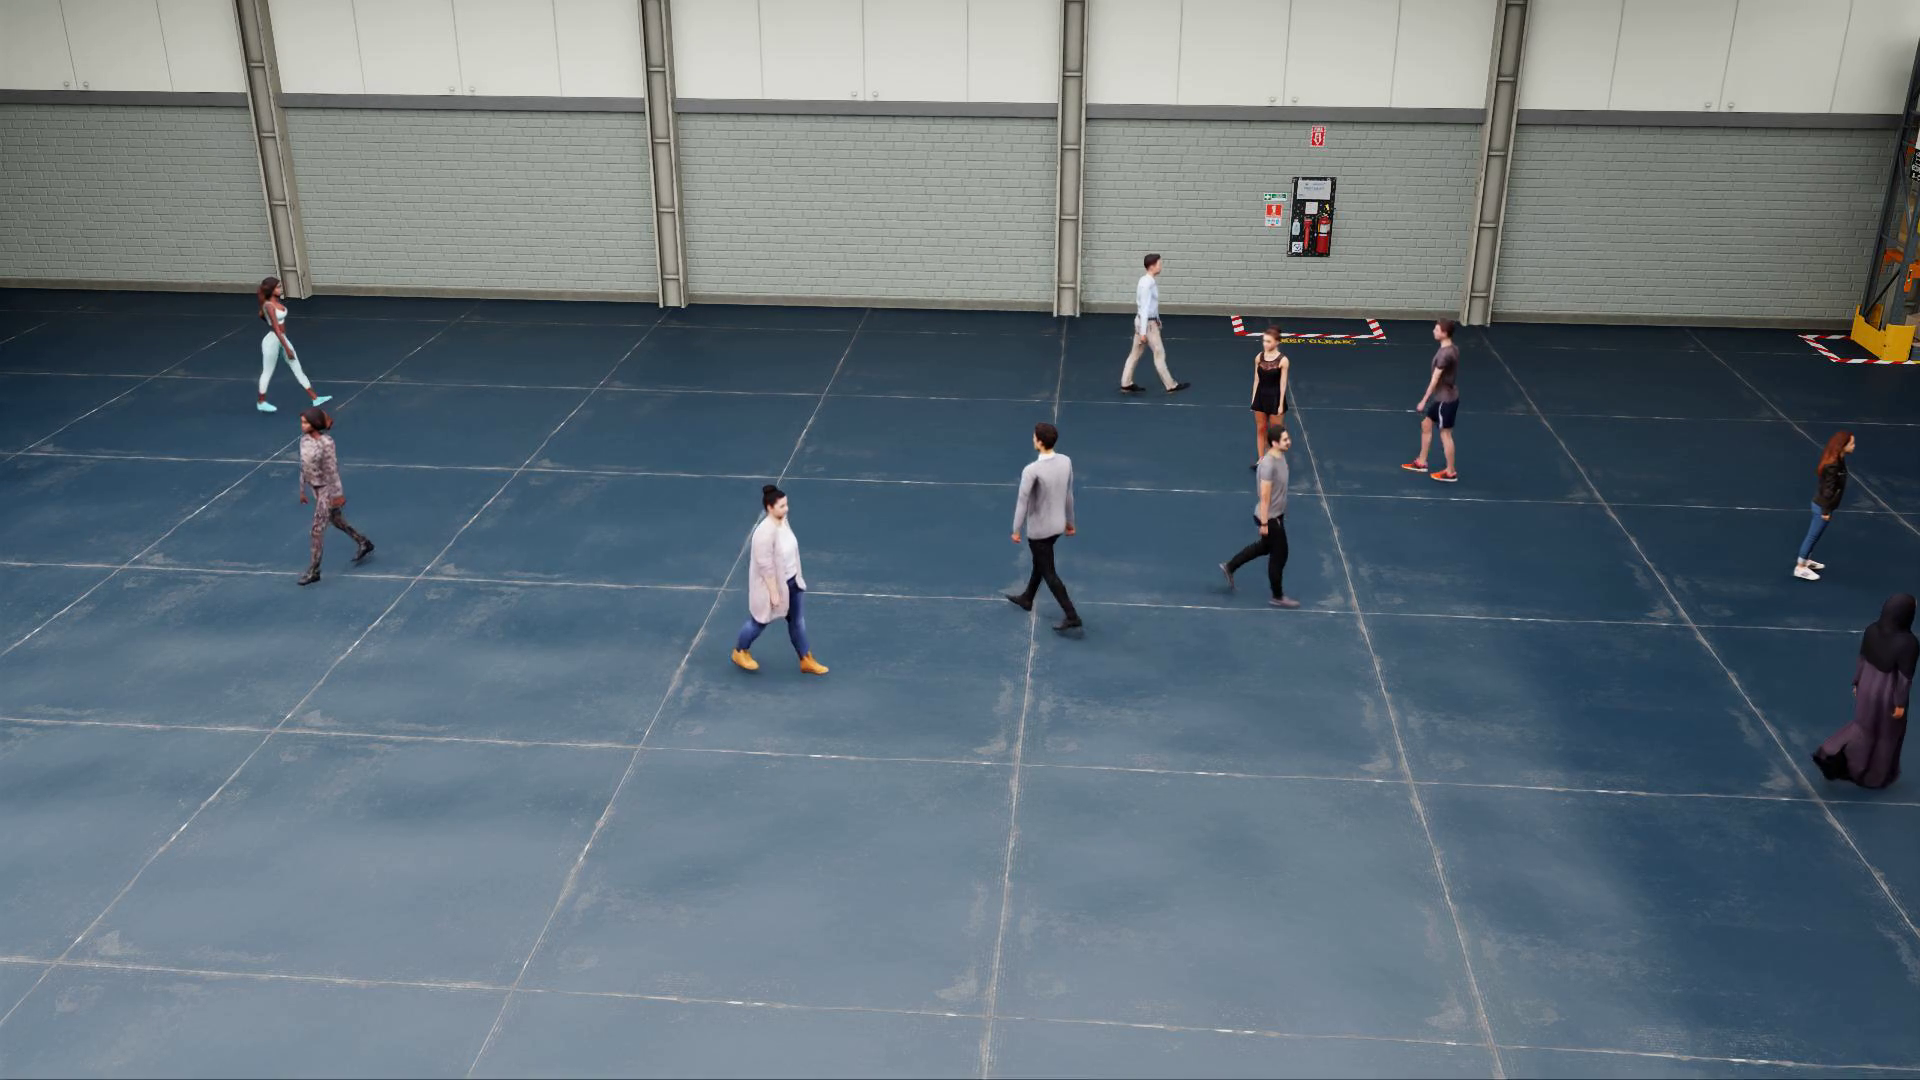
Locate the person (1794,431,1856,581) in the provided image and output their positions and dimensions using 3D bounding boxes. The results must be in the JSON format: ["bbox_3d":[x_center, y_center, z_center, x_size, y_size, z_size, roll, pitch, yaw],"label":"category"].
[{"bbox_3d":[8.277,-0.355,15.938,0.638,1.477,0.639,14,27,30],"label":"person"}]

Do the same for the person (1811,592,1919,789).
[{"bbox_3d":[6.764,1.127,12.295,1.002,1.602,0.805,-6,24,-14],"label":"person"}]

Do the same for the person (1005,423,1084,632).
[{"bbox_3d":[0.831,-0.086,14.777,1.355,1.891,1.245,21,30,40],"label":"person"}]

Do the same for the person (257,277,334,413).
[{"bbox_3d":[-8.456,-2.353,20.379,1.168,1.679,0.653,0,23,-1],"label":"person"}]

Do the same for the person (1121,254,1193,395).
[{"bbox_3d":[2.278,-2.697,21.030,1.126,1.803,0.707,0,23,-1],"label":"person"}]

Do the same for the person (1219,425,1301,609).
[{"bbox_3d":[2.786,-0.235,15.335,1.101,1.730,0.801,8,24,18],"label":"person"}]

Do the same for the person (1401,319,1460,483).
[{"bbox_3d":[5.383,-1.499,18.178,0.955,1.831,0.793,9,25,21],"label":"person"}]

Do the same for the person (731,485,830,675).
[{"bbox_3d":[-1.640,0.360,13.972,1.191,1.701,0.890,9,25,20],"label":"person"}]

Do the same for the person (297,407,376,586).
[{"bbox_3d":[-6.014,-0.462,15.947,1.173,1.668,1.040,15,27,31],"label":"person"}]

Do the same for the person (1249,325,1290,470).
[{"bbox_3d":[3.463,-1.569,18.535,0.672,1.680,0.751,19,30,38],"label":"person"}]
